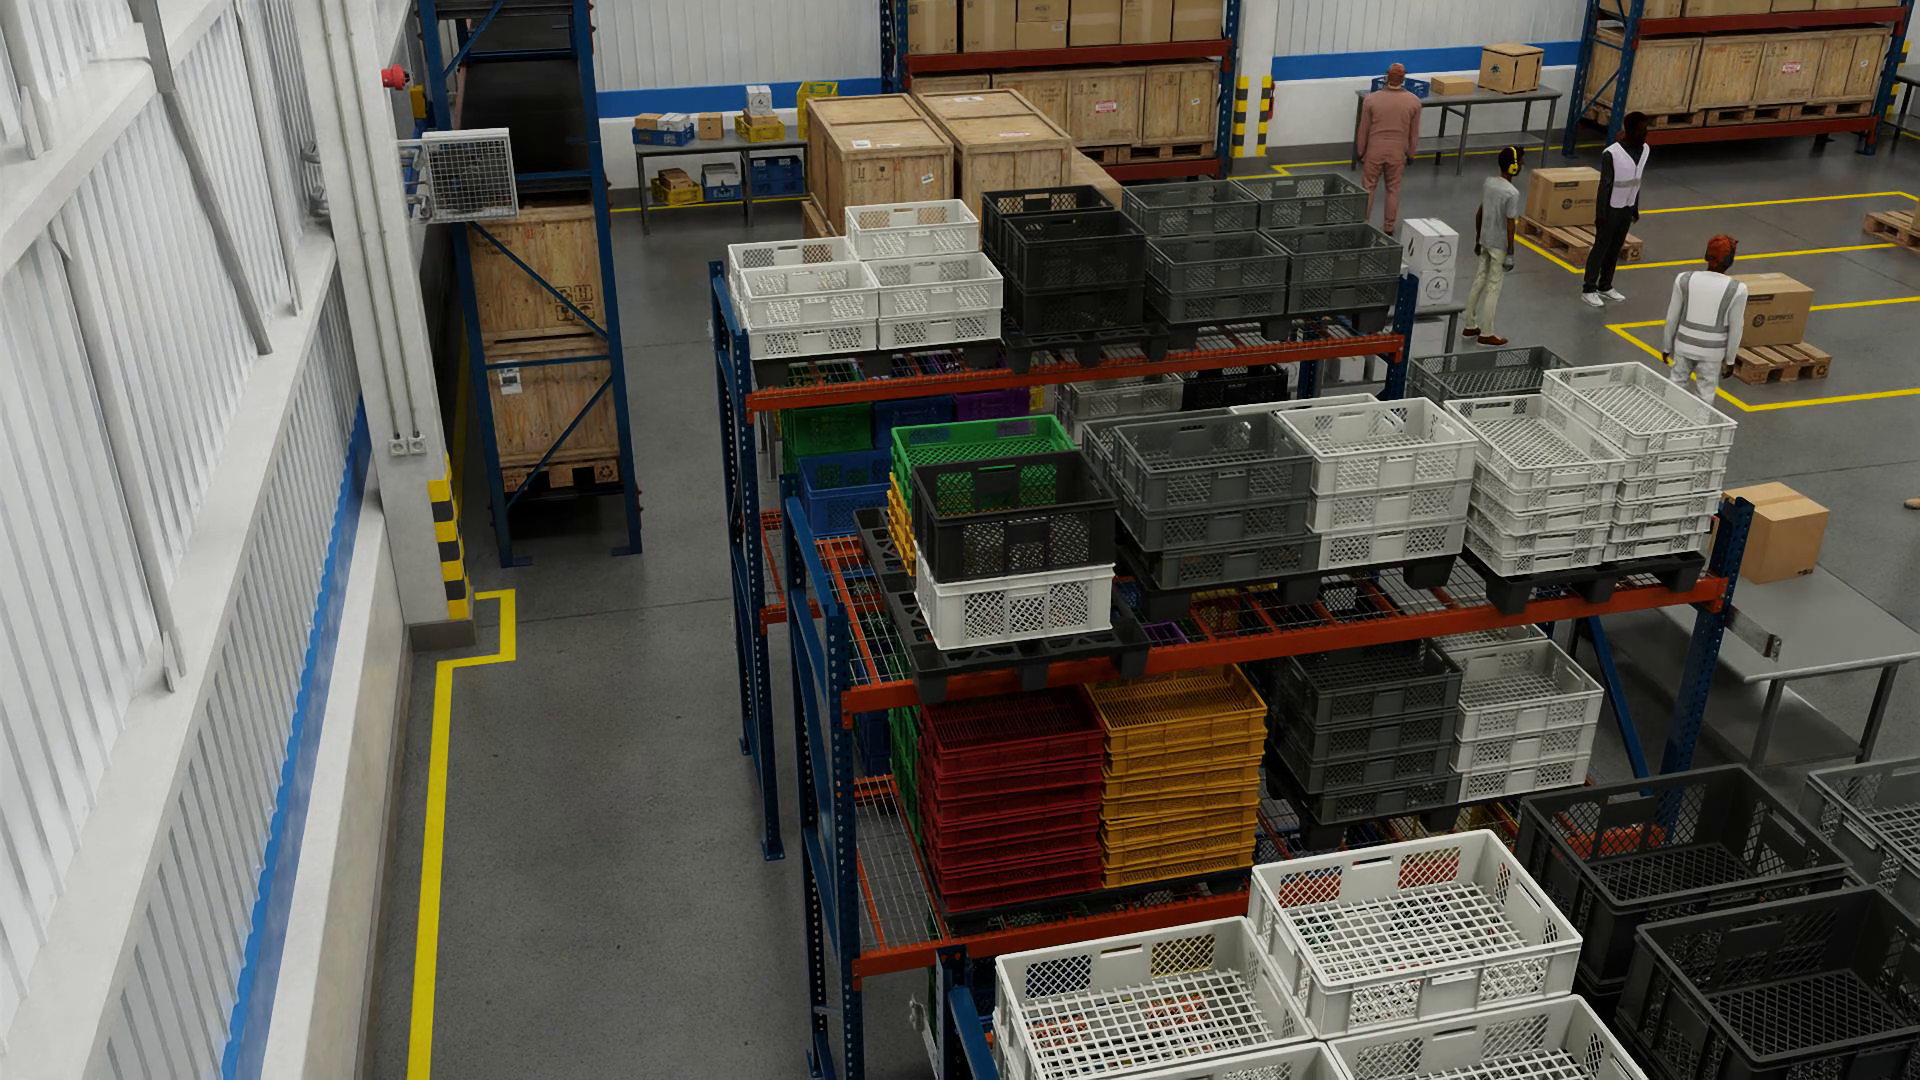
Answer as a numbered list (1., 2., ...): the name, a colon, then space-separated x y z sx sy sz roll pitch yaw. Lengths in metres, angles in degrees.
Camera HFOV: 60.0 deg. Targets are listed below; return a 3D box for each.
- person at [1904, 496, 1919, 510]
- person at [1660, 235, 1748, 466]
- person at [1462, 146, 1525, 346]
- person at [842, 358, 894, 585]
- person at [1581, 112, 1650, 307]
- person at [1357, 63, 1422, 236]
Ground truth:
1. person: 7.409 -0.921 12.245 0.317 1.696 0.539 -2 28 -4
2. person: 5.826 -1.479 13.104 0.572 1.886 0.354 22 35 35
3. person: 5.004 -2.744 15.521 0.313 1.869 0.538 -10 29 -18
4. person: -0.606 -0.622 11.422 0.371 1.940 0.627 -11 30 -21
5. person: 6.523 -3.298 16.520 0.598 1.917 0.378 -16 32 -28
6. person: 4.745 -4.333 18.511 0.657 1.900 0.394 3 28 5
